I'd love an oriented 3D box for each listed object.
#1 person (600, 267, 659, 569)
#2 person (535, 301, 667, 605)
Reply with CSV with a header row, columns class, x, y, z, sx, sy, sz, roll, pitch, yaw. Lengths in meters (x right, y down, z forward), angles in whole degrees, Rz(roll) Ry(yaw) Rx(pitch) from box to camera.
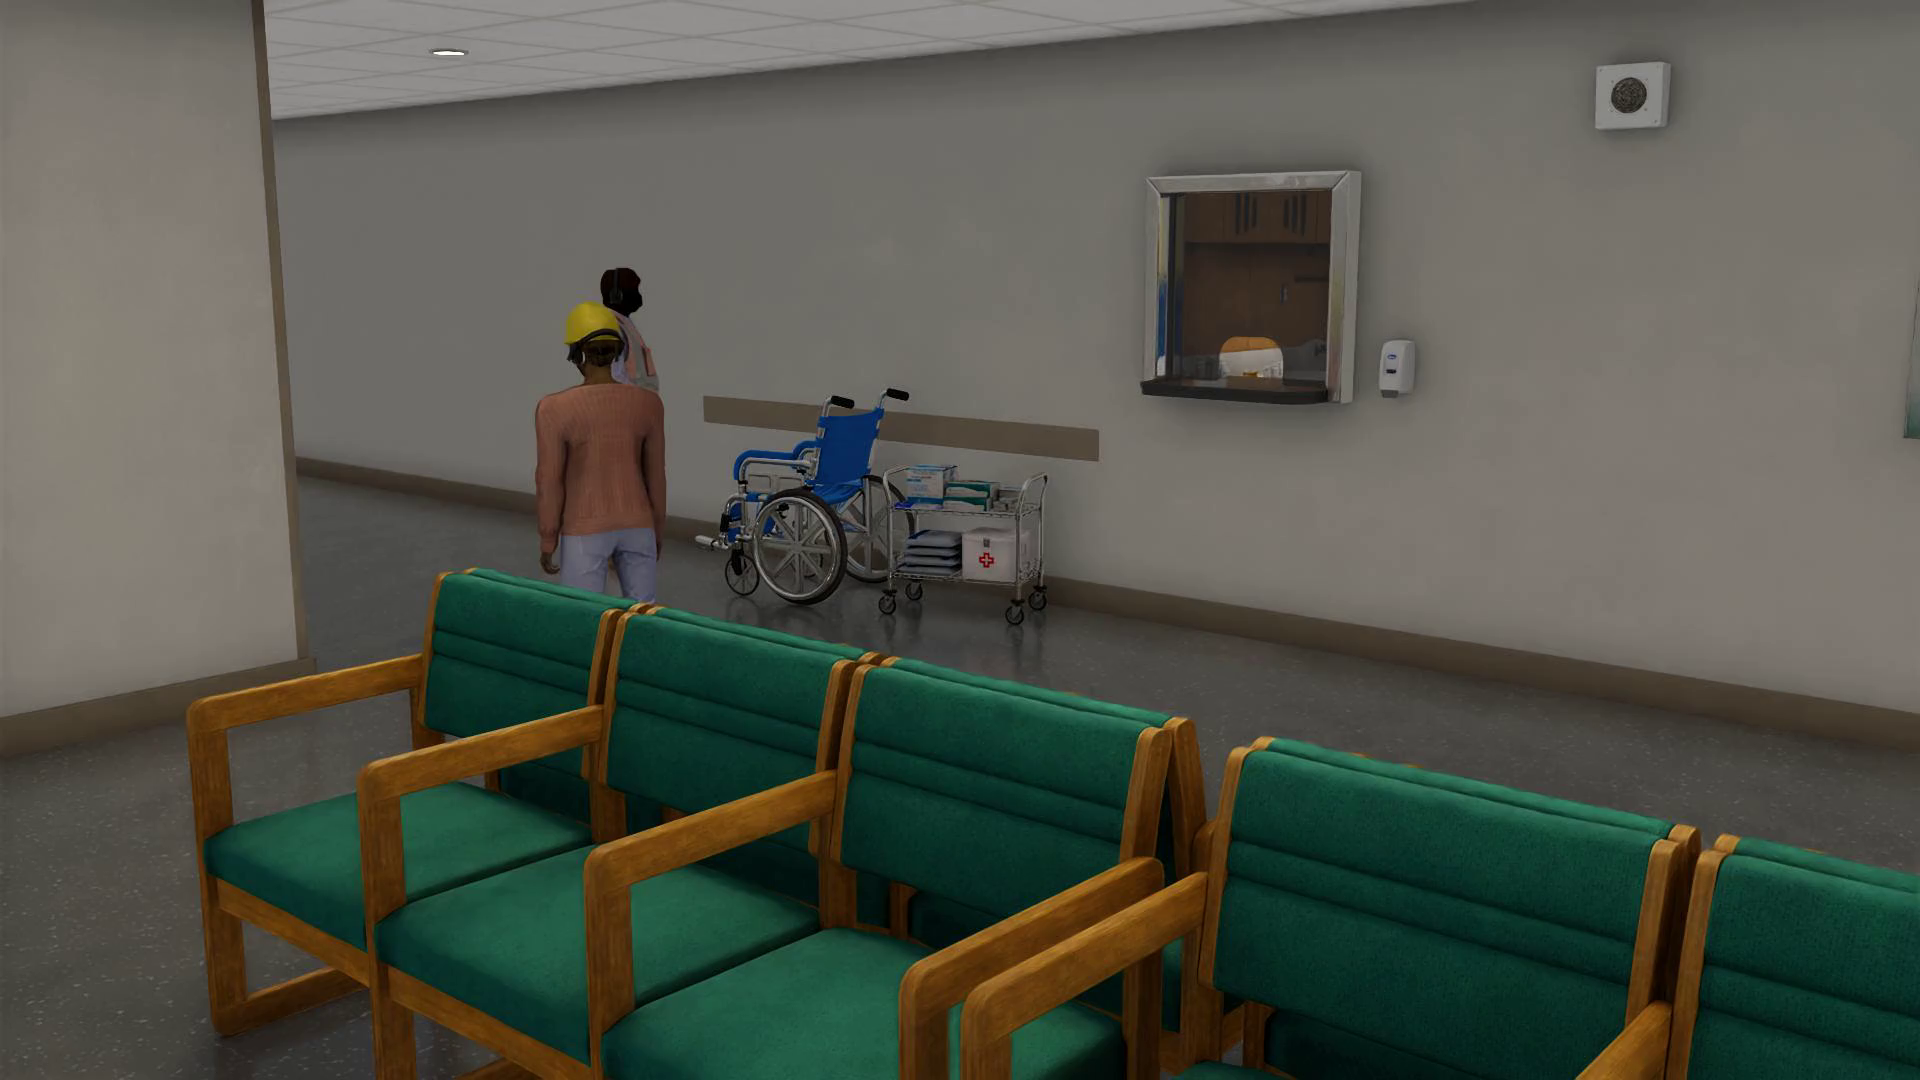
class,x,y,z,sx,sy,sz,roll,pitch,yaw
person,-2.058,-0.743,10.216,0.429,1.843,0.633,-2,10,-9
person,-1.376,-0.029,6.400,0.522,1.758,0.350,-7,12,-35
